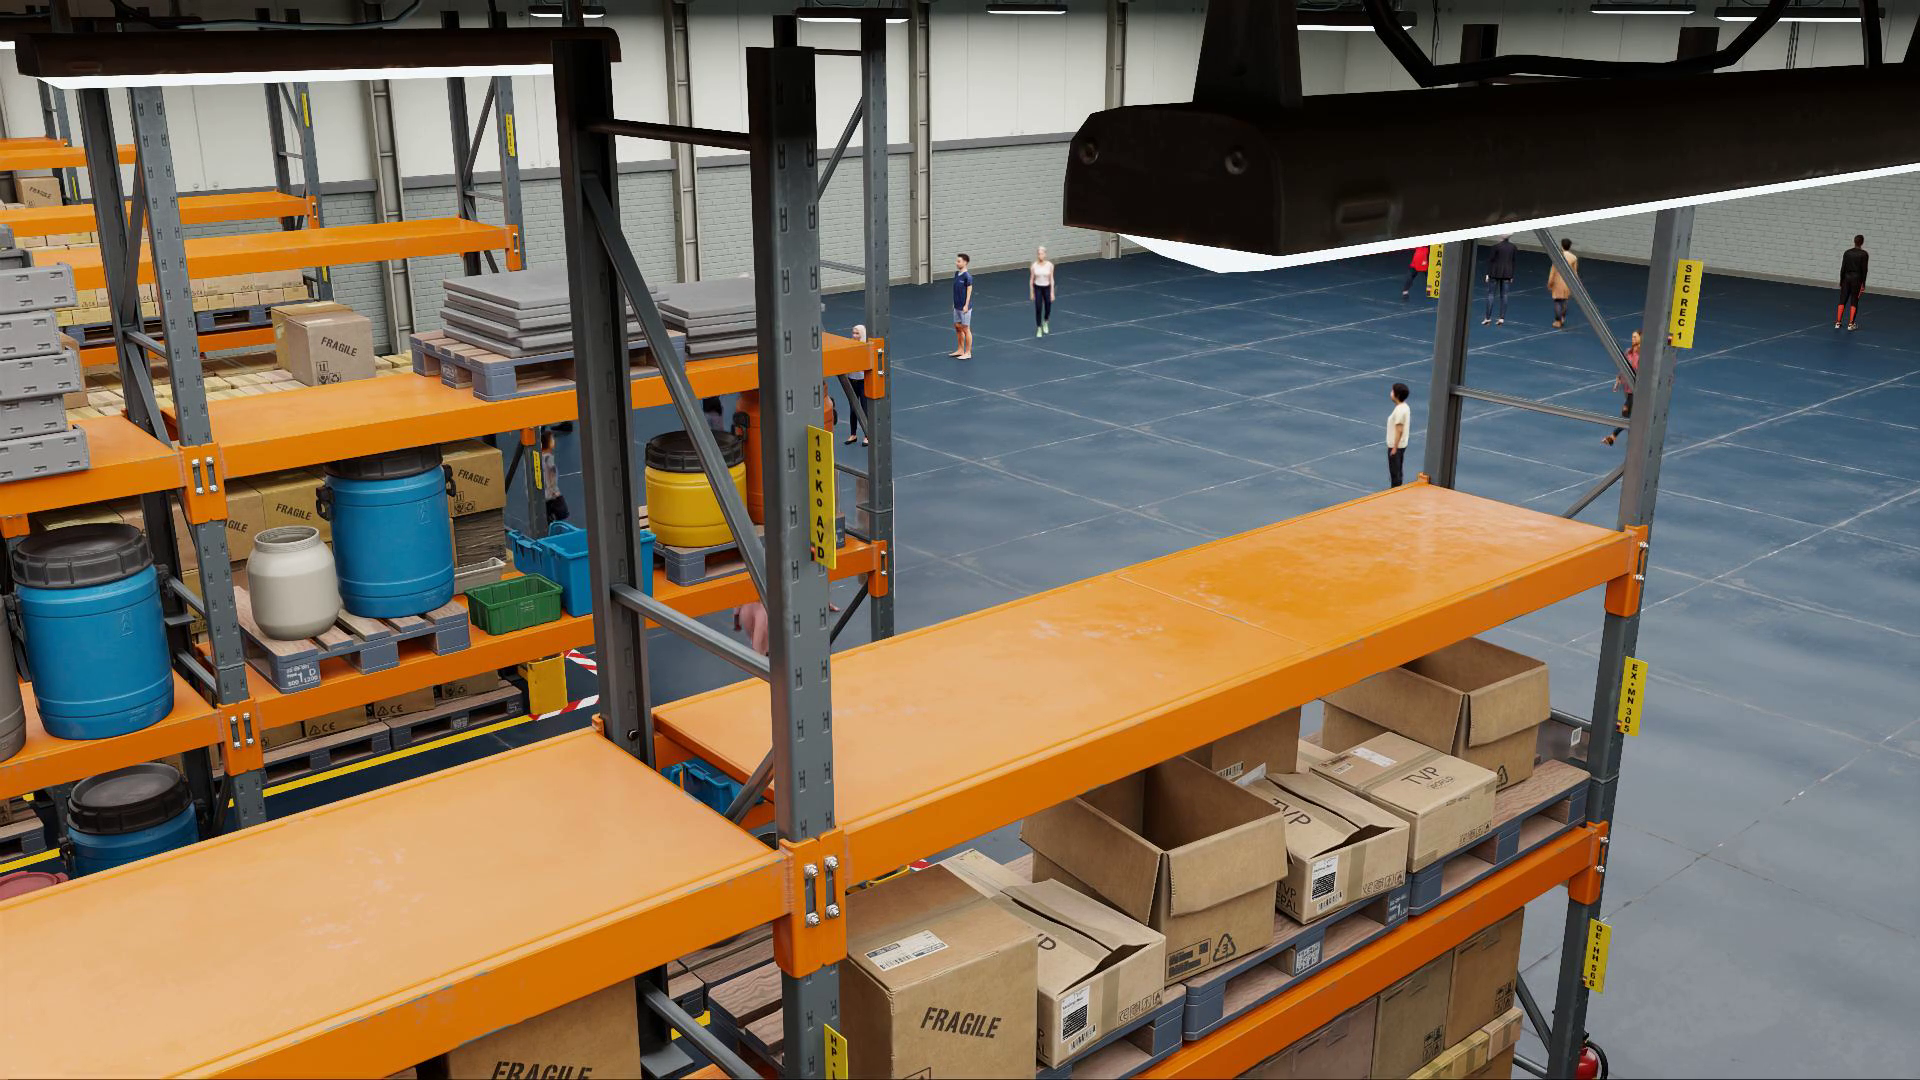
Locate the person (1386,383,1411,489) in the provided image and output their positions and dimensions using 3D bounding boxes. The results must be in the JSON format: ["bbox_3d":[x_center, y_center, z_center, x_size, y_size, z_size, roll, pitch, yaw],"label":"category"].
[{"bbox_3d":[5.447,-1.176,20.721,0.716,1.588,0.568,8,20,22],"label":"person"}]

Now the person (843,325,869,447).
[{"bbox_3d":[-1.431,-2.213,23.690,0.657,1.722,0.649,8,20,23],"label":"person"}]

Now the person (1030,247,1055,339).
[{"bbox_3d":[1.543,-4.668,31.282,0.792,1.689,0.853,1,18,2],"label":"person"}]

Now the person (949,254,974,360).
[{"bbox_3d":[0.047,-4.153,29.435,0.599,1.852,0.645,-11,21,-30],"label":"person"}]

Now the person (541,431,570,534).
[{"bbox_3d":[-4.791,-0.577,19.109,0.633,1.446,0.665,13,22,34],"label":"person"}]

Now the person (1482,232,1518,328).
[{"bbox_3d":[9.520,-4.678,29.411,0.818,1.782,0.791,1,18,3],"label":"person"}]

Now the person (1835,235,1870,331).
[{"bbox_3d":[17.197,-4.980,32.045,0.634,1.808,0.550,17,25,42],"label":"person"}]

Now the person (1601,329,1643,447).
[{"bbox_3d":[9.609,-2.135,23.547,1.112,1.662,0.865,-6,19,-18],"label":"person"}]

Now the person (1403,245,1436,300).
[{"bbox_3d":[9.593,-5.845,34.880,1.153,1.699,0.900,-5,19,-15],"label":"person"}]

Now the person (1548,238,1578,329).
[{"bbox_3d":[11.648,-4.939,32.065,0.803,1.719,0.875,-1,18,-2],"label":"person"}]
